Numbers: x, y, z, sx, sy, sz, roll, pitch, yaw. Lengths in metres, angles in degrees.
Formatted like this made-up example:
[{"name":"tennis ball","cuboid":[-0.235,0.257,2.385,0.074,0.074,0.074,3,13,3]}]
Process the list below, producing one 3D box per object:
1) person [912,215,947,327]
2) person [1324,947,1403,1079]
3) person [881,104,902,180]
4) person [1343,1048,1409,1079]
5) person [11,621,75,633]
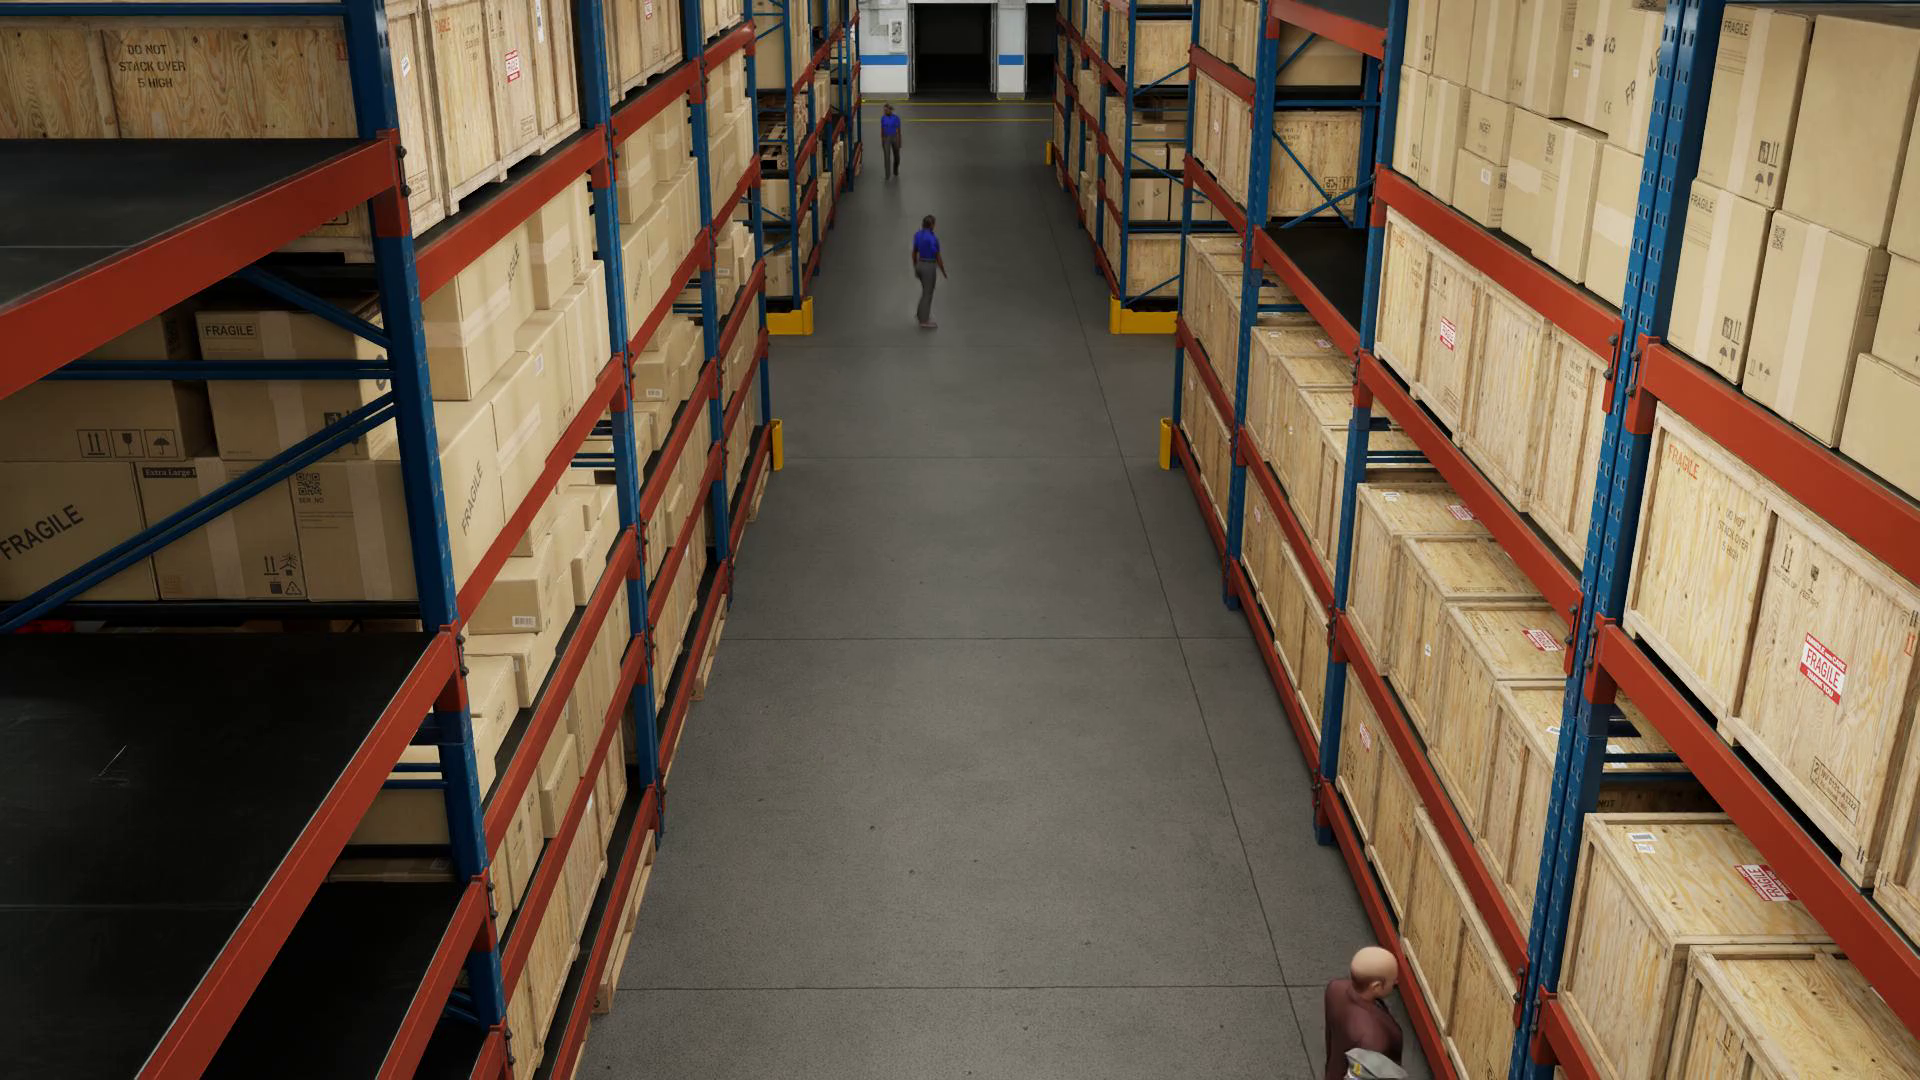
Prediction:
[{"name":"person","cuboid":[-0.476,-4.027,24.816,0.452,1.650,0.484,-16,26,-34]},{"name":"person","cuboid":[1.862,2.668,7.694,0.357,1.788,0.692,-4,22,-10]},{"name":"person","cuboid":[-1.543,-8.988,37.454,0.466,1.644,0.828,0,22,0]},{"name":"person","cuboid":[1.719,2.918,7.192,0.374,1.693,0.501,-12,24,-28]},{"name":"person","cuboid":[-6.557,0.986,12.030,0.364,1.747,0.614,1,22,2]}]
